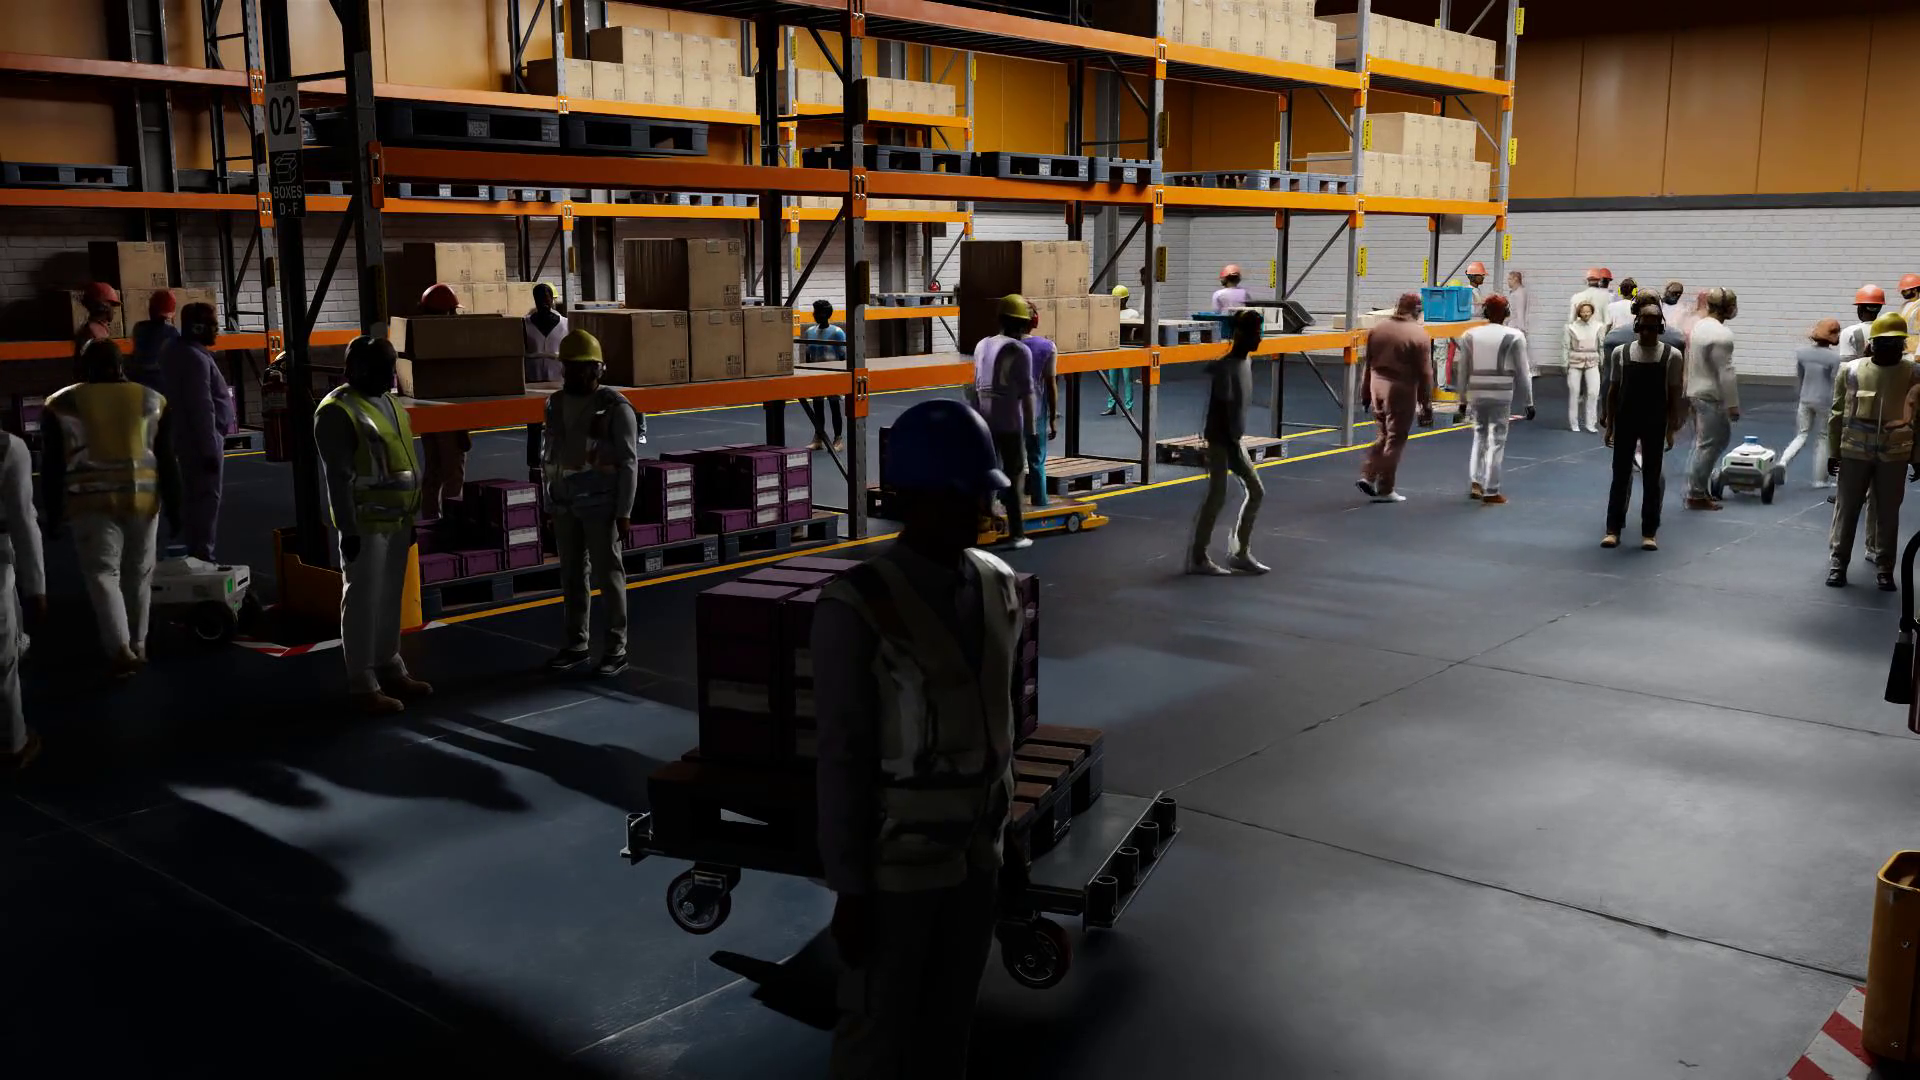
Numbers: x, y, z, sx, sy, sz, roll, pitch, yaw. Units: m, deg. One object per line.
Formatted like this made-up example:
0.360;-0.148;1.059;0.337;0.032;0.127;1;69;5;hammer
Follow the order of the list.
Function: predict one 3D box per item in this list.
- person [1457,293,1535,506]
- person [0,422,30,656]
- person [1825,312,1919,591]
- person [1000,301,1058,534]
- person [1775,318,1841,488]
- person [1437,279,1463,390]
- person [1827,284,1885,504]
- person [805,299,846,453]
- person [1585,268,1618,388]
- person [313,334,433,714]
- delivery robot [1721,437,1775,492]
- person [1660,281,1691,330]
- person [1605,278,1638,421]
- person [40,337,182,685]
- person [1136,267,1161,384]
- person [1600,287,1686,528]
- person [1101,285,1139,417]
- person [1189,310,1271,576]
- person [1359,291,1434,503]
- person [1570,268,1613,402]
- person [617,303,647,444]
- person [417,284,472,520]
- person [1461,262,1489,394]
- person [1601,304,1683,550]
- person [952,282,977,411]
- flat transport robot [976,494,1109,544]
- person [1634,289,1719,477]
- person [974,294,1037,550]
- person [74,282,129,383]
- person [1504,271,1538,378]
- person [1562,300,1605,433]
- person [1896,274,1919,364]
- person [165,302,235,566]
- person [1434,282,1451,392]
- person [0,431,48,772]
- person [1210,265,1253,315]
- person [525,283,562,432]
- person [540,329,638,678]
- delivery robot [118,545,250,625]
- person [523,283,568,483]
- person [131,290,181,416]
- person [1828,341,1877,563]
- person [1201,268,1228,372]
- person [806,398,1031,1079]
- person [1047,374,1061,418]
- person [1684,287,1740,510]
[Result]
4.704;-1.219;14.588;0.467;1.869;0.667;-10;14;-44;person
-5.325;-0.209;8.934;0.579;1.815;0.845;-5;11;-25;person
6.065;-0.584;11.016;0.590;1.837;0.403;5;11;26;person
0.488;-0.959;13.129;0.564;1.843;0.397;2;10;13;person
7.974;-1.265;15.523;0.599;1.614;0.506;-5;11;-27;person
7.856;-3.275;26.544;0.330;1.765;0.533;0;10;-2;person
7.918;-1.266;14.609;0.551;1.935;0.375;-1;10;-7;person
-1.496;-1.813;18.398;0.539;1.698;0.319;6;12;32;person
10.271;-3.384;26.691;0.542;1.930;0.374;7;12;36;person
-2.857;-0.084;8.164;0.429;1.840;0.624;2;10;9;person
7.113;-0.690;14.996;0.477;0.478;0.707;7;12;34;delivery robot
9.404;-2.551;22.303;0.698;1.807;0.454;2;10;12;person
8.637;-2.463;21.619;0.513;1.872;0.328;7;12;36;person
-4.441;-0.163;8.751;0.645;1.802;0.891;-7;12;-35;person
3.137;-3.565;27.621;0.367;1.962;0.613;-1;10;-6;person
5.487;-1.059;13.426;0.630;1.938;0.369;2;10;12;person
2.148;-2.531;22.326;0.524;1.760;0.326;7;12;36;person
1.903;-0.648;11.377;0.680;1.835;0.604;6;11;29;person
3.869;-1.252;14.690;0.411;1.880;0.676;-6;12;-32;person
9.338;-3.022;24.565;0.655;1.942;0.998;8;13;37;person
-3.831;-1.910;19.175;0.498;1.626;0.289;0;10;2;person
-3.720;-0.838;12.009;0.608;1.995;0.377;9;13;41;person
7.702;-3.137;24.965;0.374;2.044;0.607;6;12;32;person
5.104;-0.842;12.469;0.507;1.843;0.346;5;11;25;person
0.159;-2.068;19.341;0.840;1.877;0.647;3;11;19;person
0.447;-0.180;13.170;1.431;0.197;0.652;-8;13;-40;flat transport robot
7.174;-1.549;16.472;0.934;1.861;0.690;3;10;17;person
0.342;-0.879;12.472;0.427;1.912;0.609;-8;13;-38;person
-7.025;-1.138;13.807;0.535;1.965;0.666;-5;11;-24;person
9.531;-3.696;28.690;1.013;1.851;0.667;3;10;18;person
7.595;-2.093;20.217;0.530;1.617;0.664;1;10;6;person
12.119;-2.429;21.269;0.391;1.924;0.547;0;10;0;person
-5.091;-0.650;11.218;0.399;1.899;0.644;-7;12;-33;person
7.210;-3.031;25.211;0.485;1.744;0.295;5;11;25;person
-4.083;0.174;6.777;0.653;1.830;1.019;-4;11;-20;person
3.894;-2.969;24.108;0.606;2.014;0.707;-4;11;-20;person
-5.031;-2.218;20.328;0.592;1.832;0.404;7;12;34;person
-1.980;-0.189;8.769;0.601;1.832;0.404;5;11;28;person
-4.467;0.273;9.514;0.707;0.478;0.477;-1;10;-6;delivery robot
-3.964;-1.491;15.947;0.591;1.920;0.392;-3;10;-16;person
-7.286;-1.338;15.207;0.661;1.885;0.391;4;11;21;person
6.487;-0.632;11.858;0.523;1.636;0.310;2;10;9;person
4.900;-4.004;30.339;0.985;1.896;0.544;-6;11;-29;person
-0.063;0.664;3.586;0.404;1.948;0.605;8;13;39;person
1.223;-2.455;22.118;0.339;1.671;0.640;2;10;11;person
6.511;-1.203;14.294;0.496;1.923;0.641;1;10;8;person
